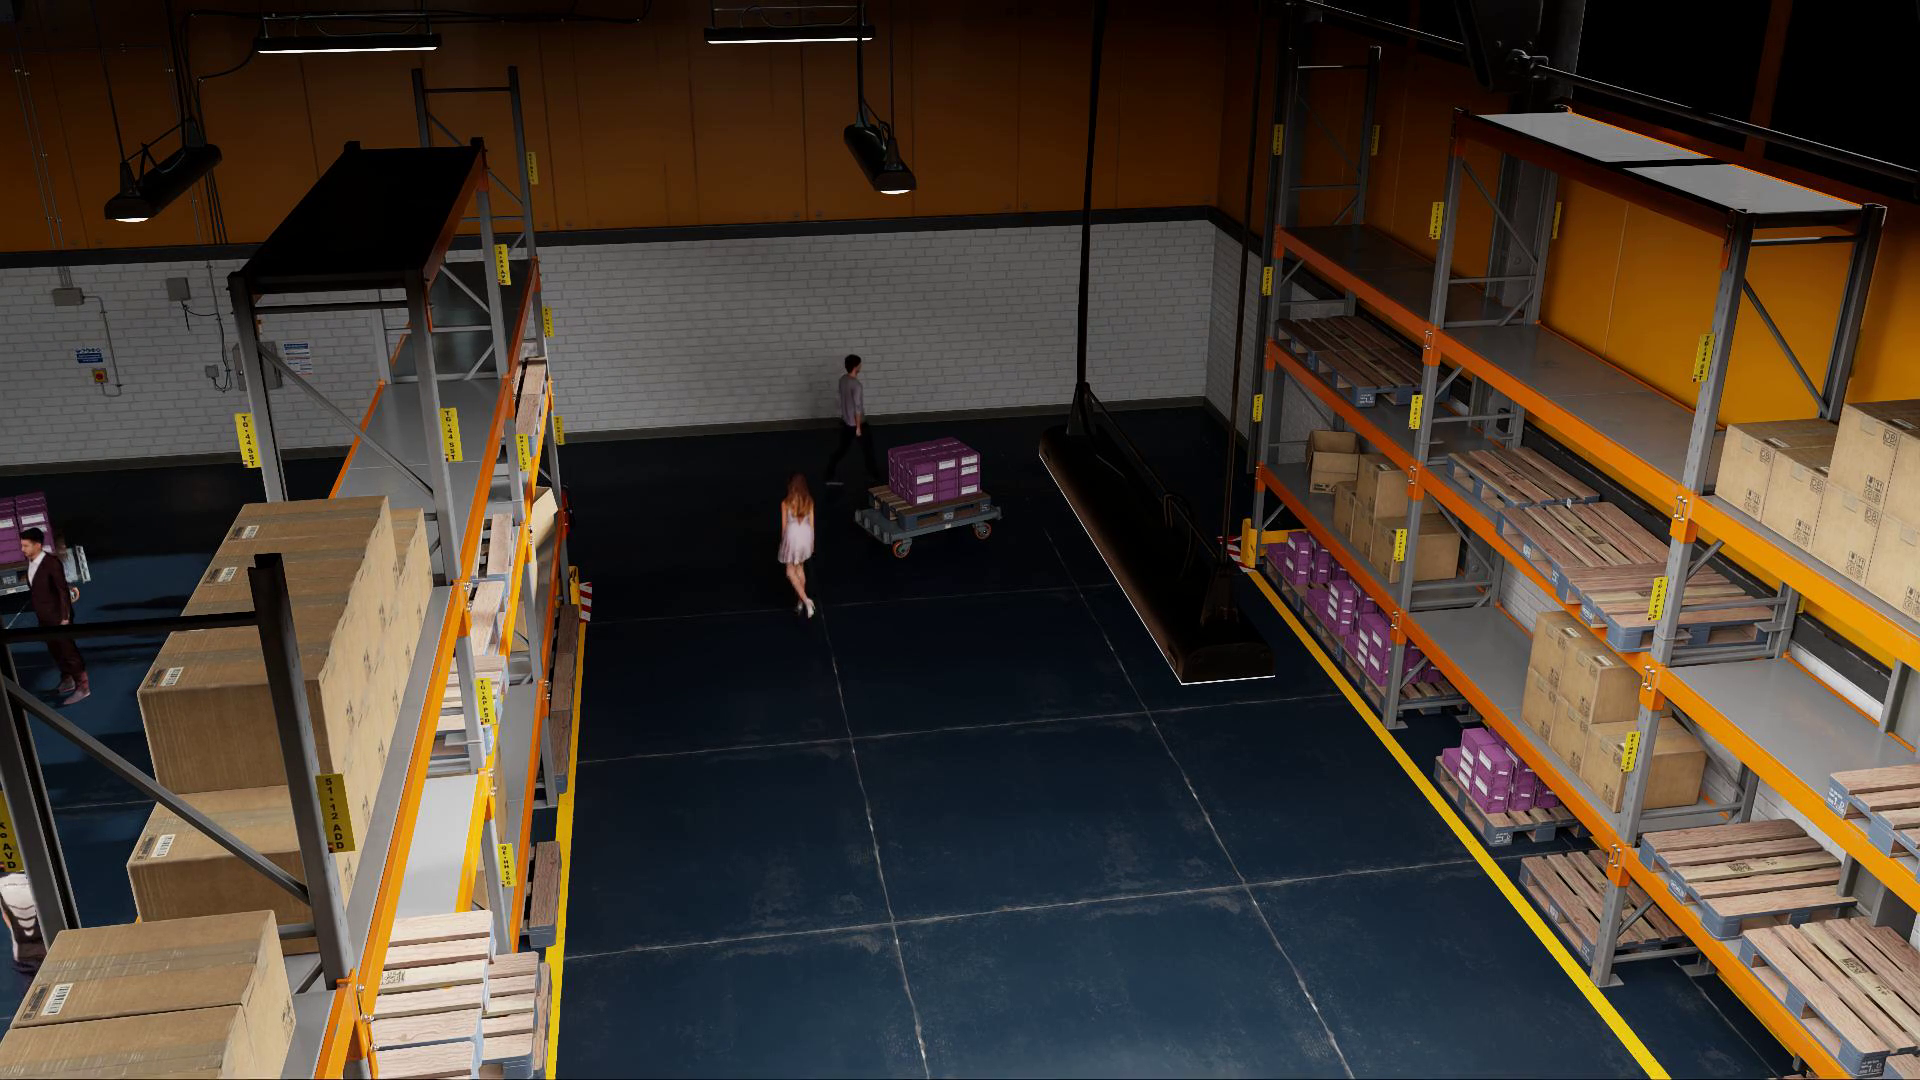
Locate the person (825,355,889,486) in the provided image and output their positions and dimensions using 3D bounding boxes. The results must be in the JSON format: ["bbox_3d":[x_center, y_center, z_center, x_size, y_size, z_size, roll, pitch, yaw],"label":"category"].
[{"bbox_3d":[-1.491,-1.533,21.953,1.065,1.798,1.205,-15,28,-31],"label":"person"}]

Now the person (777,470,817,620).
[{"bbox_3d":[-1.758,0.110,18.254,0.730,1.750,0.968,-11,26,-23],"label":"person"}]

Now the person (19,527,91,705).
[{"bbox_3d":[-9.098,0.731,16.691,0.767,1.863,0.818,15,28,30],"label":"person"}]
